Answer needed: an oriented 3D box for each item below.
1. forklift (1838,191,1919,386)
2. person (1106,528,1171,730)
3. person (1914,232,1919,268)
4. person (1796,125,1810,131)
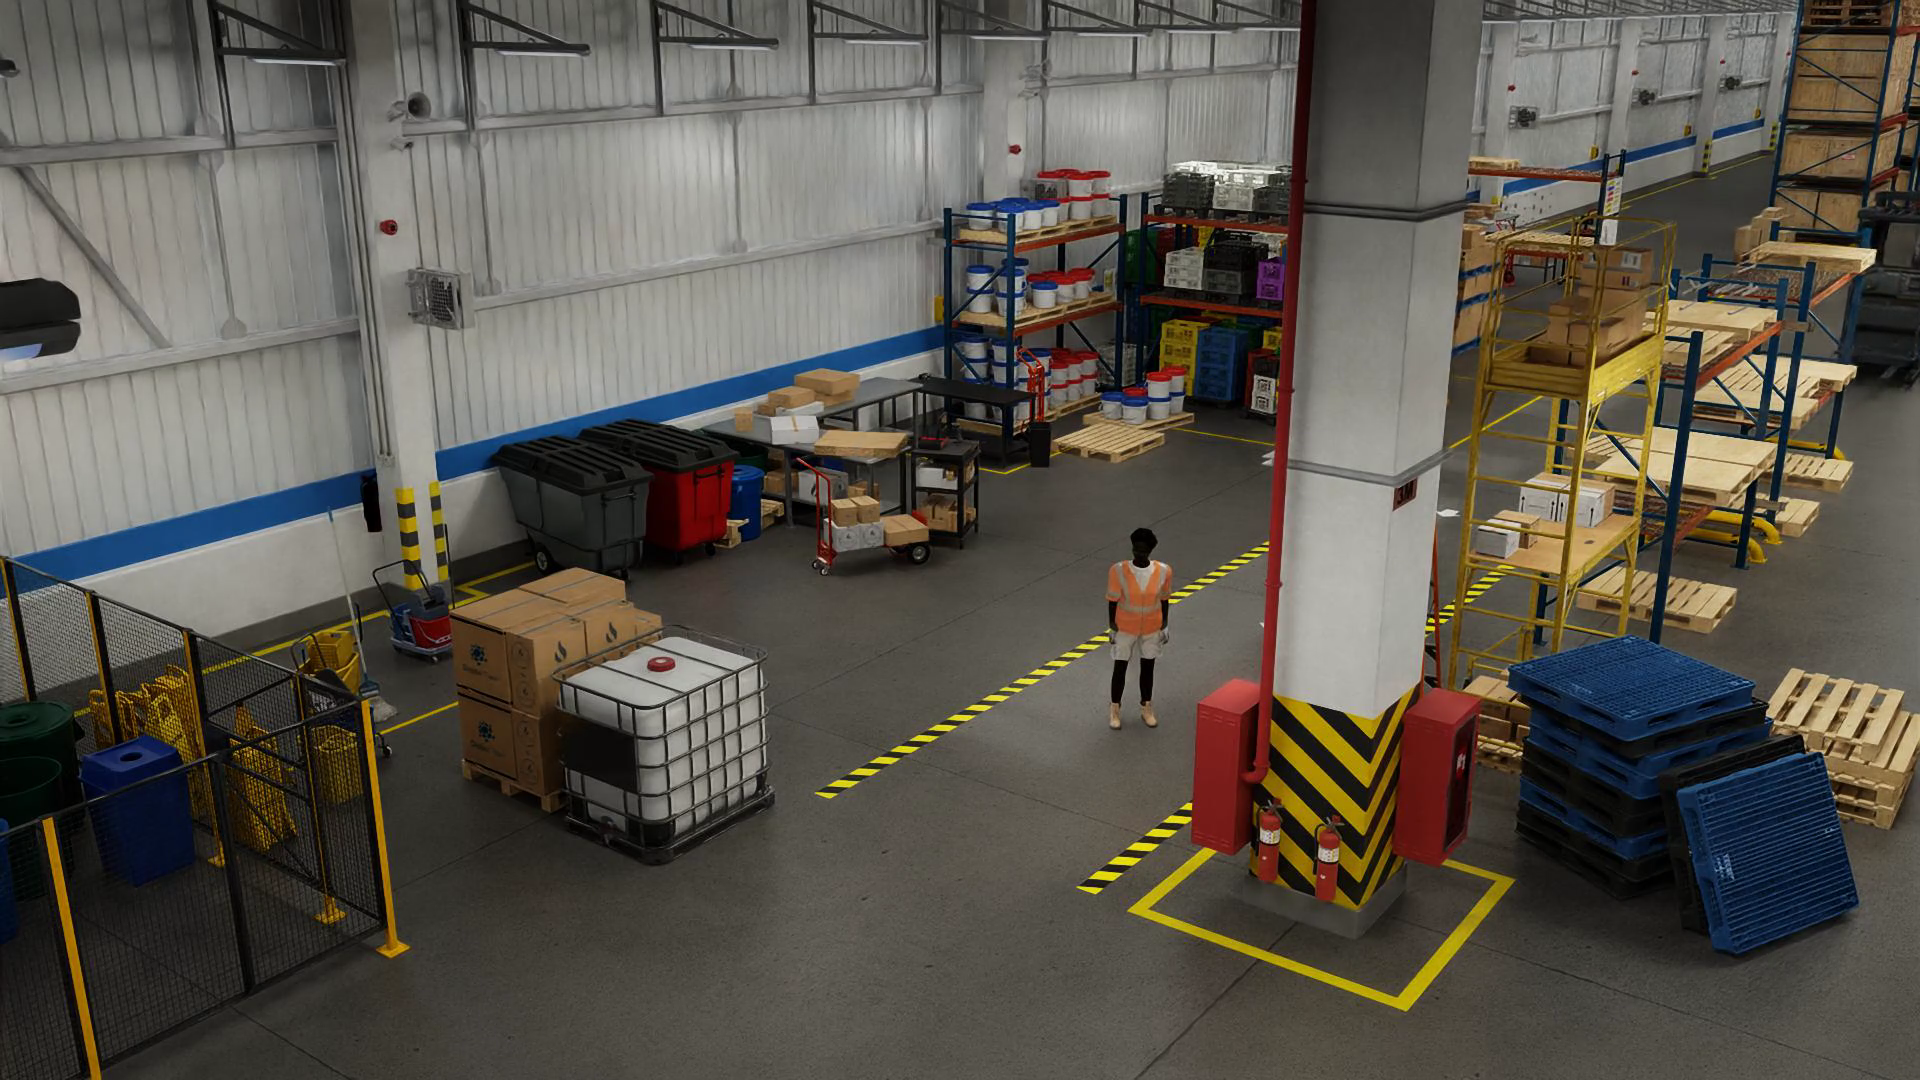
[{"bbox_3d":[14.513,-3.975,25.786,1.129,2.768,1.873,13,22,34],"label":"forklift"},{"bbox_3d":[1.427,0.703,13.340,0.530,1.696,0.322,-2,18,-6],"label":"person"},{"bbox_3d":[17.932,-5.119,30.780,0.544,1.939,0.354,5,19,15],"label":"person"},{"bbox_3d":[29.329,-13.915,57.883,0.595,1.821,0.573,-11,21,-29],"label":"person"}]
